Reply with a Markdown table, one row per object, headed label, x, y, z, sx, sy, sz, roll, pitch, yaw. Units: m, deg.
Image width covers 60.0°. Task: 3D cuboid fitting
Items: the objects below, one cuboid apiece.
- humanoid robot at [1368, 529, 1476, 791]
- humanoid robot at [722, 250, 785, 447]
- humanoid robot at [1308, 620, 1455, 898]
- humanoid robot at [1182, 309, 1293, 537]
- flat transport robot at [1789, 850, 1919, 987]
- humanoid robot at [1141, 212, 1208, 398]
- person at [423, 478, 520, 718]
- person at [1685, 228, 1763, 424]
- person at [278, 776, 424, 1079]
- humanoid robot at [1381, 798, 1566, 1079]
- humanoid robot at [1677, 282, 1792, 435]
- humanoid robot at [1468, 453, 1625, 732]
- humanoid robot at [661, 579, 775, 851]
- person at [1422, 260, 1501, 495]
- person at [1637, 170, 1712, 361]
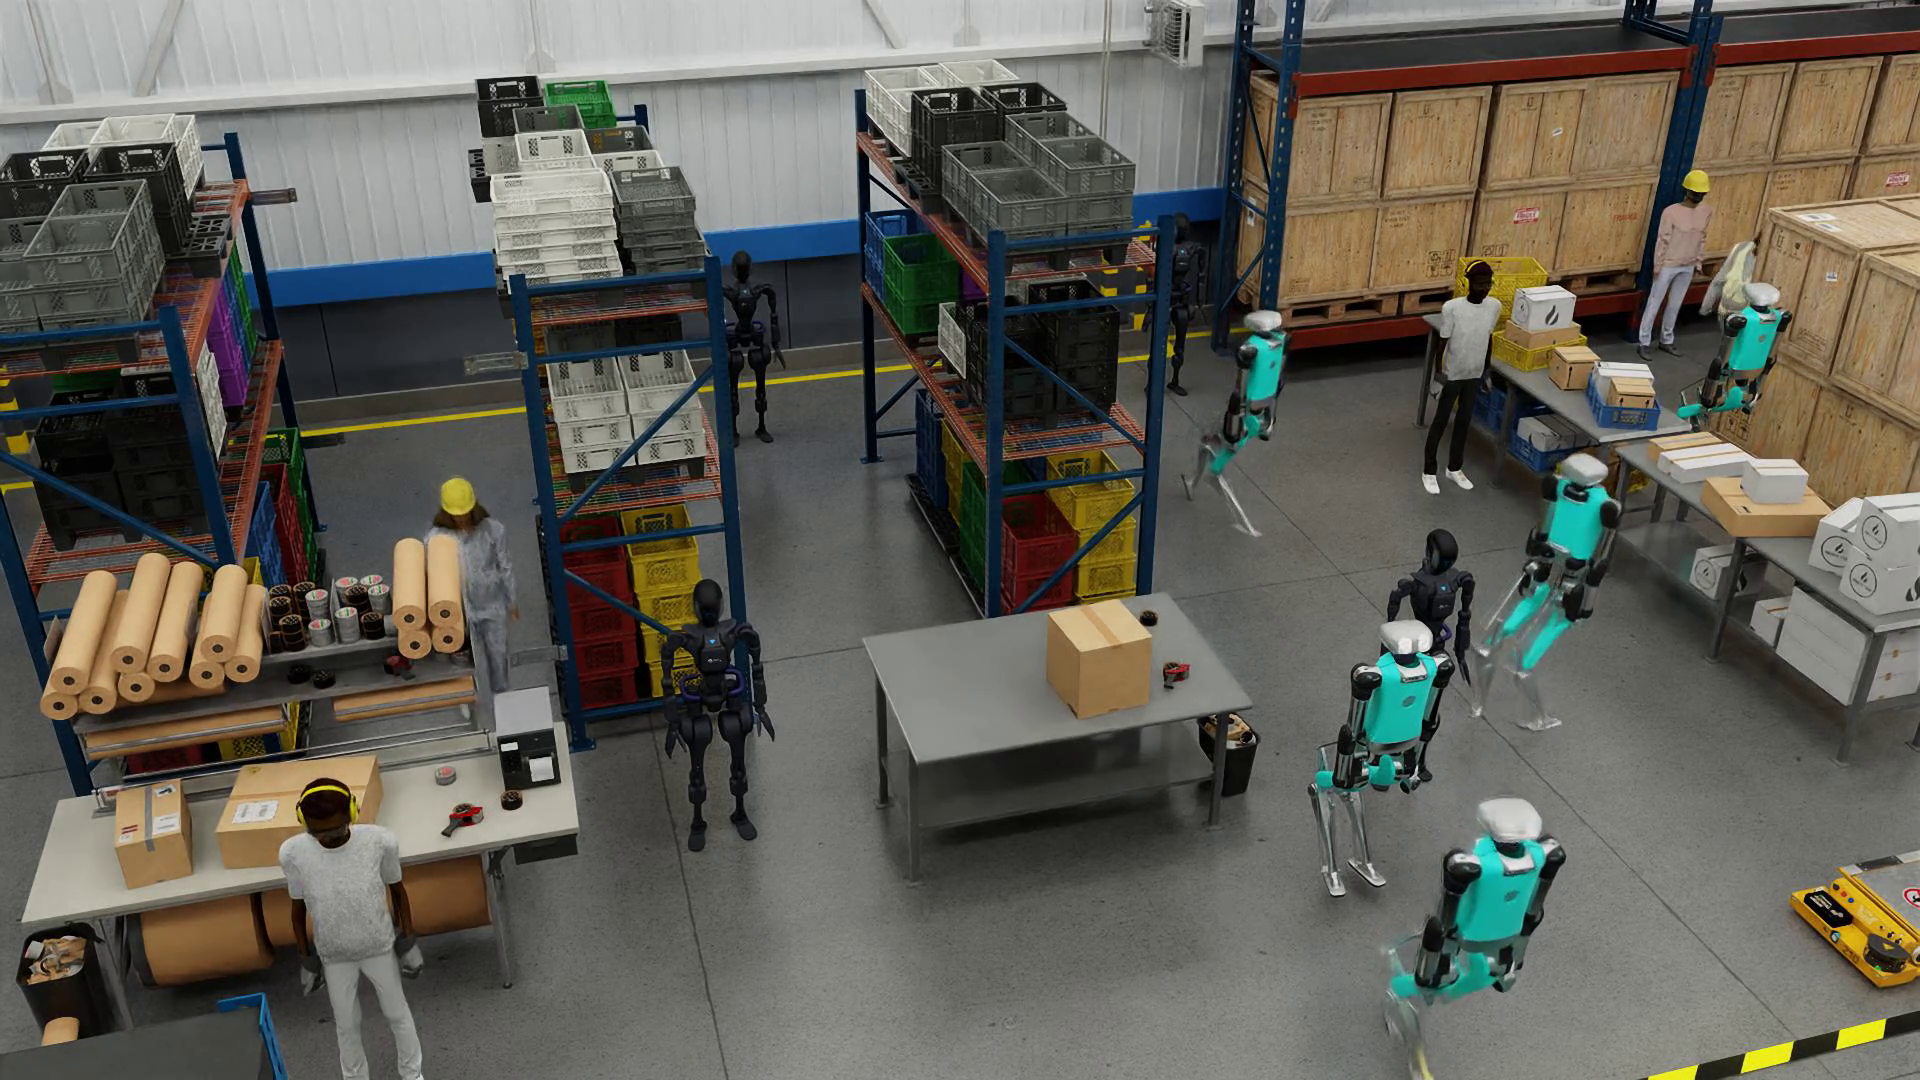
| label | x | y | z | sx | sy | sz | roll | pitch | yaw |
| --- | --- | --- | --- | --- | --- | --- | --- | --- | --- |
| humanoid robot | 2.627 | 0.676 | 9.458 | 0.599 | 1.653 | 0.315 | -8 | 30 | -14 |
| humanoid robot | -1.728 | -1.558 | 13.522 | 0.599 | 1.653 | 0.315 | -8 | 30 | -14 |
| humanoid robot | 2.086 | 1.046 | 8.593 | 0.533 | 1.677 | 0.735 | -8 | 30 | -14 |
| humanoid robot | 1.942 | -0.948 | 12.387 | 0.537 | 1.770 | 0.970 | -23 | 36 | -36 |
| flat transport robot | 5.163 | 1.916 | 8.676 | 1.431 | 0.231 | 0.659 | -8 | 30 | -14 |
| humanoid robot | 1.852 | -2.023 | 14.368 | 0.599 | 1.653 | 0.315 | -8 | 30 | -14 |
| person | -2.879 | 0.400 | 9.916 | 0.486 | 1.733 | 0.401 | -13 | 31 | -22 |
| person | 6.571 | -1.824 | 13.916 | 0.986 | 1.775 | 0.641 | -10 | 30 | -18 |
| person | -2.617 | 1.802 | 7.227 | 0.506 | 1.865 | 0.329 | -8 | 30 | -14 |
| humanoid robot | 2.174 | 1.810 | 7.455 | 0.545 | 1.889 | 0.787 | -7 | 30 | -13 |
| humanoid robot | 5.793 | -1.215 | 12.713 | 0.533 | 1.672 | 0.735 | -8 | 30 | -14 |
| humanoid robot | 3.429 | 0.391 | 9.948 | 0.797 | 1.796 | 0.531 | -18 | 34 | -29 |
| humanoid robot | -1.310 | 0.938 | 8.981 | 0.599 | 1.653 | 0.315 | -8 | 30 | -14 |
| person | 3.863 | -1.249 | 12.772 | 0.506 | 1.872 | 0.329 | -8 | 30 | -14 |
| person | 6.544 | -2.506 | 15.166 | 0.521 | 1.768 | 0.310 | -8 | 30 | -14 |
